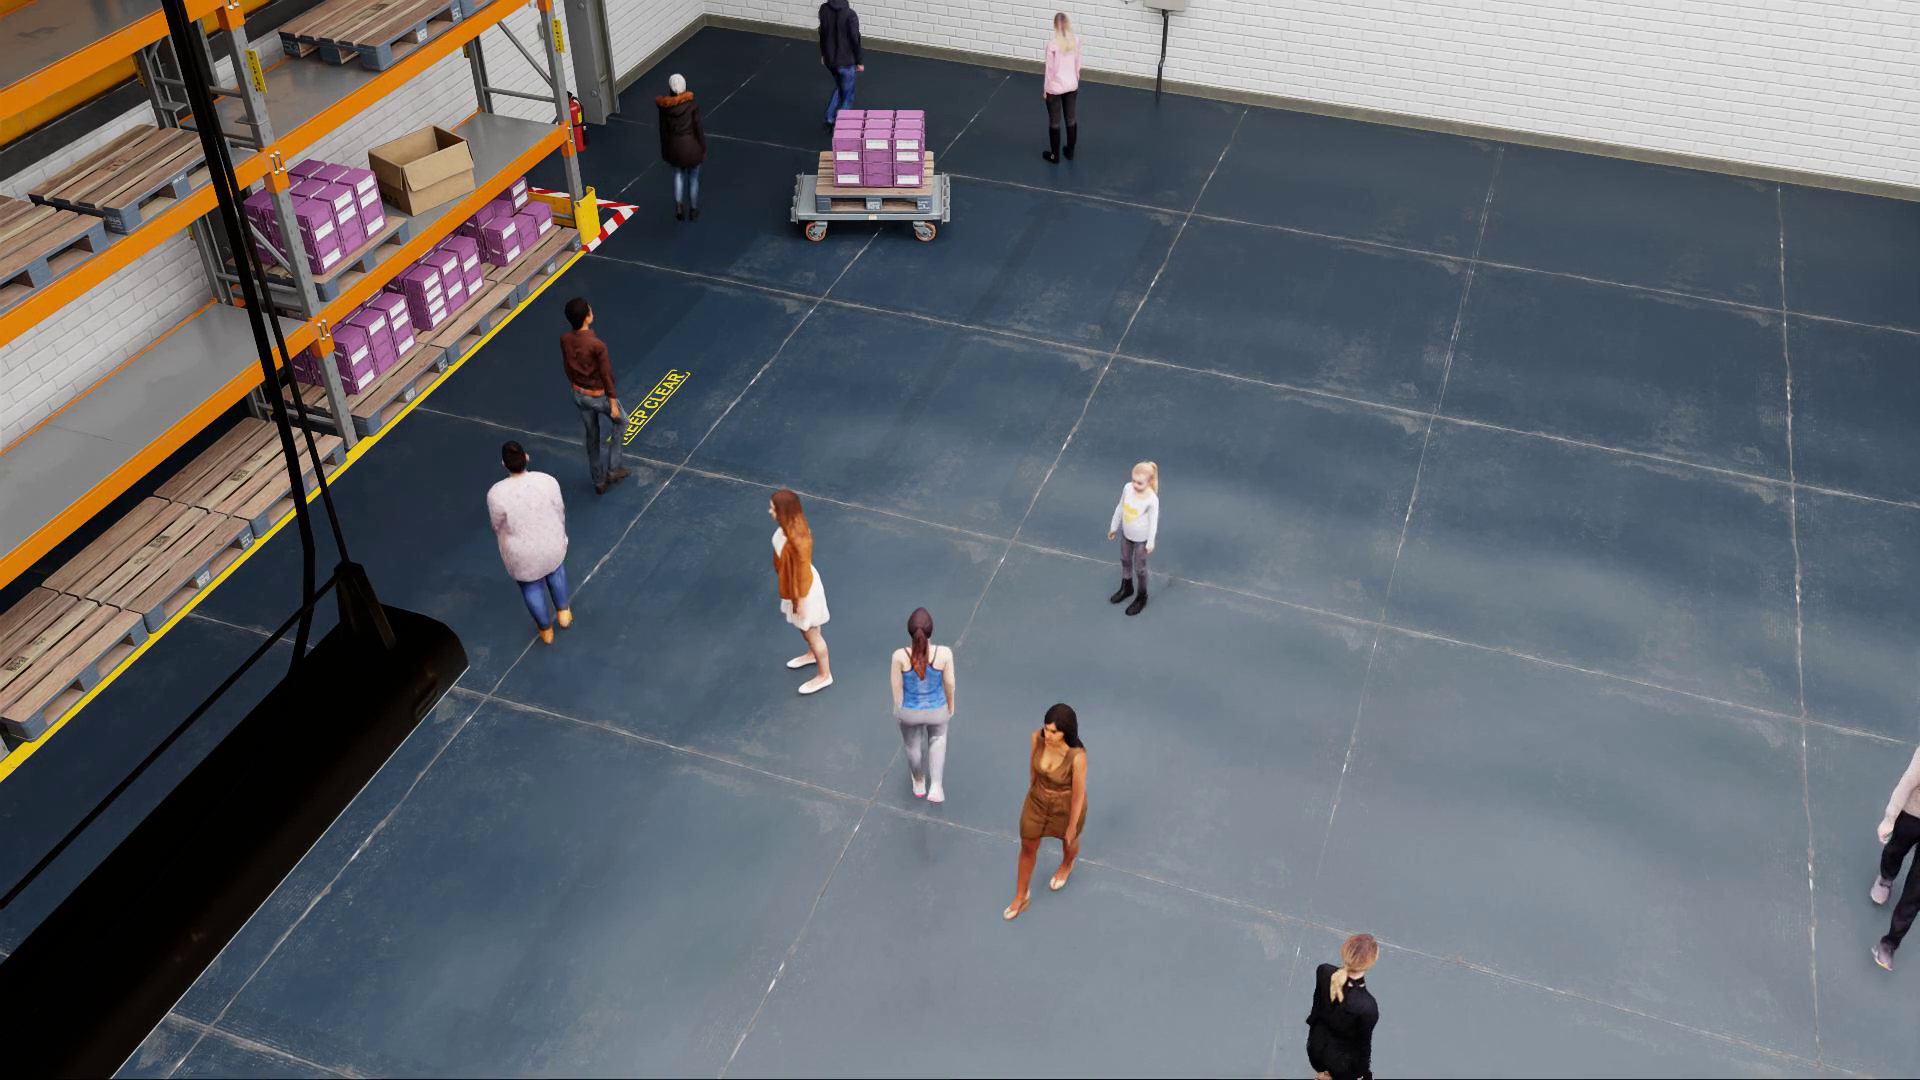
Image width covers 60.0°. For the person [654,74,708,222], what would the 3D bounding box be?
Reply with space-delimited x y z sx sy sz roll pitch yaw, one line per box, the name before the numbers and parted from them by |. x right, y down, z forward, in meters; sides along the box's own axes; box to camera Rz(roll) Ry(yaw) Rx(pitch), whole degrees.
person | -2.863 -4.016 17.194 0.733 1.622 0.840 2 39 3

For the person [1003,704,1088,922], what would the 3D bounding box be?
person | 0.639 1.571 10.164 0.731 1.666 0.916 24 45 27

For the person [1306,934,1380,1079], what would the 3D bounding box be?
person | 1.909 2.719 8.654 0.836 1.756 0.760 -24 44 -27

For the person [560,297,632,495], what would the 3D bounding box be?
person | -3.007 -1.114 13.445 0.701 1.768 0.623 16 41 19

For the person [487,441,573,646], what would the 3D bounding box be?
person | -3.072 0.057 12.007 0.832 1.732 0.891 -16 41 -19

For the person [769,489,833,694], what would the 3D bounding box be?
person | -1.100 0.327 11.685 0.768 1.712 0.693 -12 40 -14

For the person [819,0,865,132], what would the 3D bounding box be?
person | -1.388 -5.348 18.658 0.769 1.879 0.780 26 46 29

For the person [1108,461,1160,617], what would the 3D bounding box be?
person | 1.344 -0.065 12.525 0.668 1.275 0.614 -29 47 -31

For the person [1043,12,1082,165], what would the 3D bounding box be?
person | 1.127 -4.997 18.371 0.677 1.687 0.742 -18 42 -21

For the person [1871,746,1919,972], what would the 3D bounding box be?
person | 5.818 1.643 10.000 0.820 1.758 1.225 23 44 26

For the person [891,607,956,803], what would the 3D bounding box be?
person | -0.245 1.135 10.763 0.725 1.599 0.827 -4 39 -4
